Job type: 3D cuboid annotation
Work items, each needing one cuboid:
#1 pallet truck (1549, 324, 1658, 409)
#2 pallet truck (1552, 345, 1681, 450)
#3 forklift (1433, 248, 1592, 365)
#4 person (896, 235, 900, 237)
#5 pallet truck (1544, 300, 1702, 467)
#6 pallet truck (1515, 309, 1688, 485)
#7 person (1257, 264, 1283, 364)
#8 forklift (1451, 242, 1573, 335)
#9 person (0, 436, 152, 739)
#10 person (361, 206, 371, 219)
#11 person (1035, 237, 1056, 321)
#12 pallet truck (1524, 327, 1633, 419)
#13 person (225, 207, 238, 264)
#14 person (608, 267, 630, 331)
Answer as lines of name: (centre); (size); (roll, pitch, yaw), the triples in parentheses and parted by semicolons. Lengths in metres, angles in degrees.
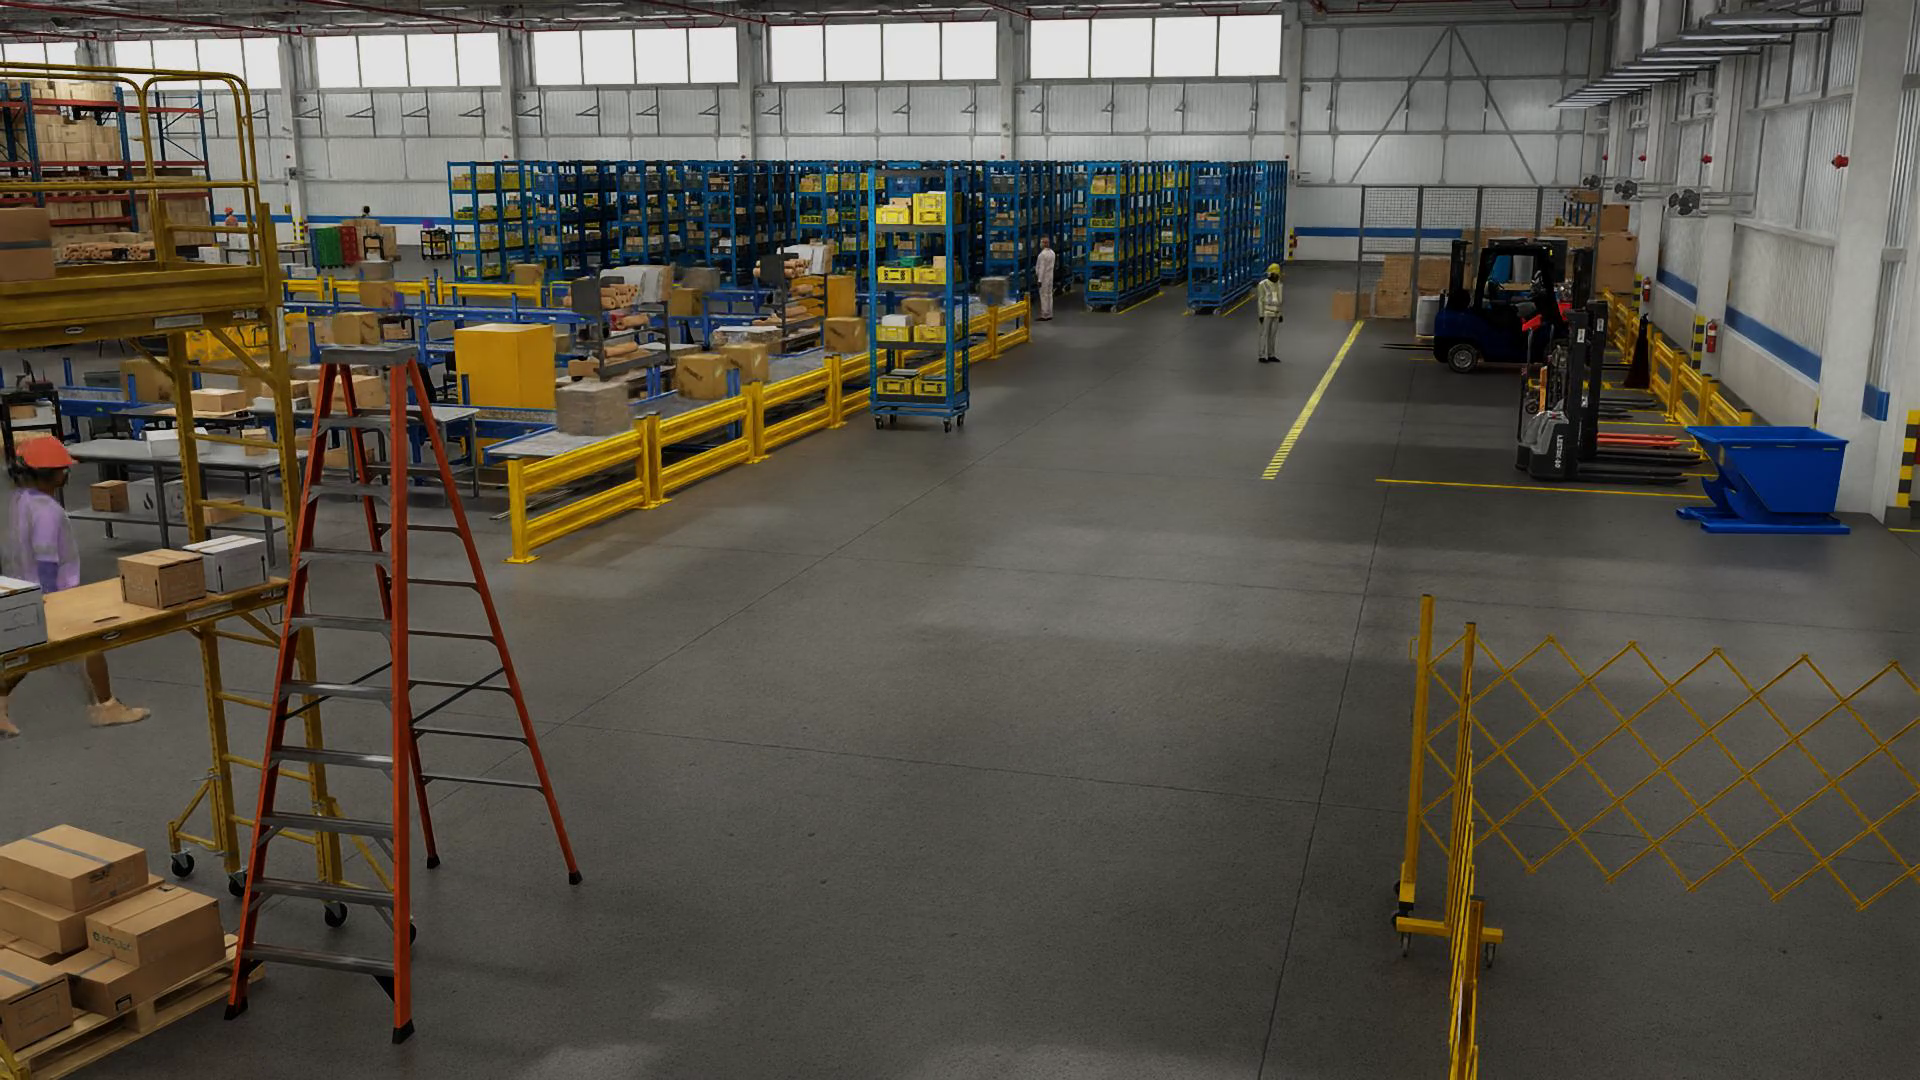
pallet truck: (9.824, -2.669, 25.407); (1.601, 1.201, 0.680); (4, 14, 16)
pallet truck: (8.641, -1.896, 21.908); (1.630, 1.274, 0.653); (4, 14, 16)
forklift: (9.780, -4.111, 29.280); (2.680, 1.987, 1.157); (3, 13, 14)
person: (-2.120, -10.499, 57.964); (0.902, 1.801, 0.583); (8, 15, 30)
pallet truck: (8.263, -1.952, 20.631); (1.885, 1.965, 0.823); (5, 14, 20)
pallet truck: (7.554, -1.677, 19.446); (1.885, 1.965, 0.823); (3, 13, 14)
person: (5.710, -4.153, 30.519); (0.588, 1.823, 0.403); (-10, 16, -36)
forklift: (10.464, -4.597, 31.405); (2.680, 1.987, 1.157); (4, 14, 16)
person: (-5.974, 0.315, 10.841); (0.993, 2.008, 0.611); (-10, 17, -38)
person: (-23.087, -12.133, 65.001); (0.568, 1.826, 0.629); (-2, 13, -10)
person: (1.947, -6.010, 38.361); (0.409, 1.909, 0.642); (6, 15, 26)
pallet truck: (9.065, -2.460, 24.370); (1.522, 1.261, 0.704); (3, 13, 14)
person: (-25.612, -10.708, 58.494); (0.415, 1.985, 0.611); (2, 13, 10)
person: (-6.218, -4.092, 30.379); (0.523, 1.769, 0.316); (9, 16, 33)
